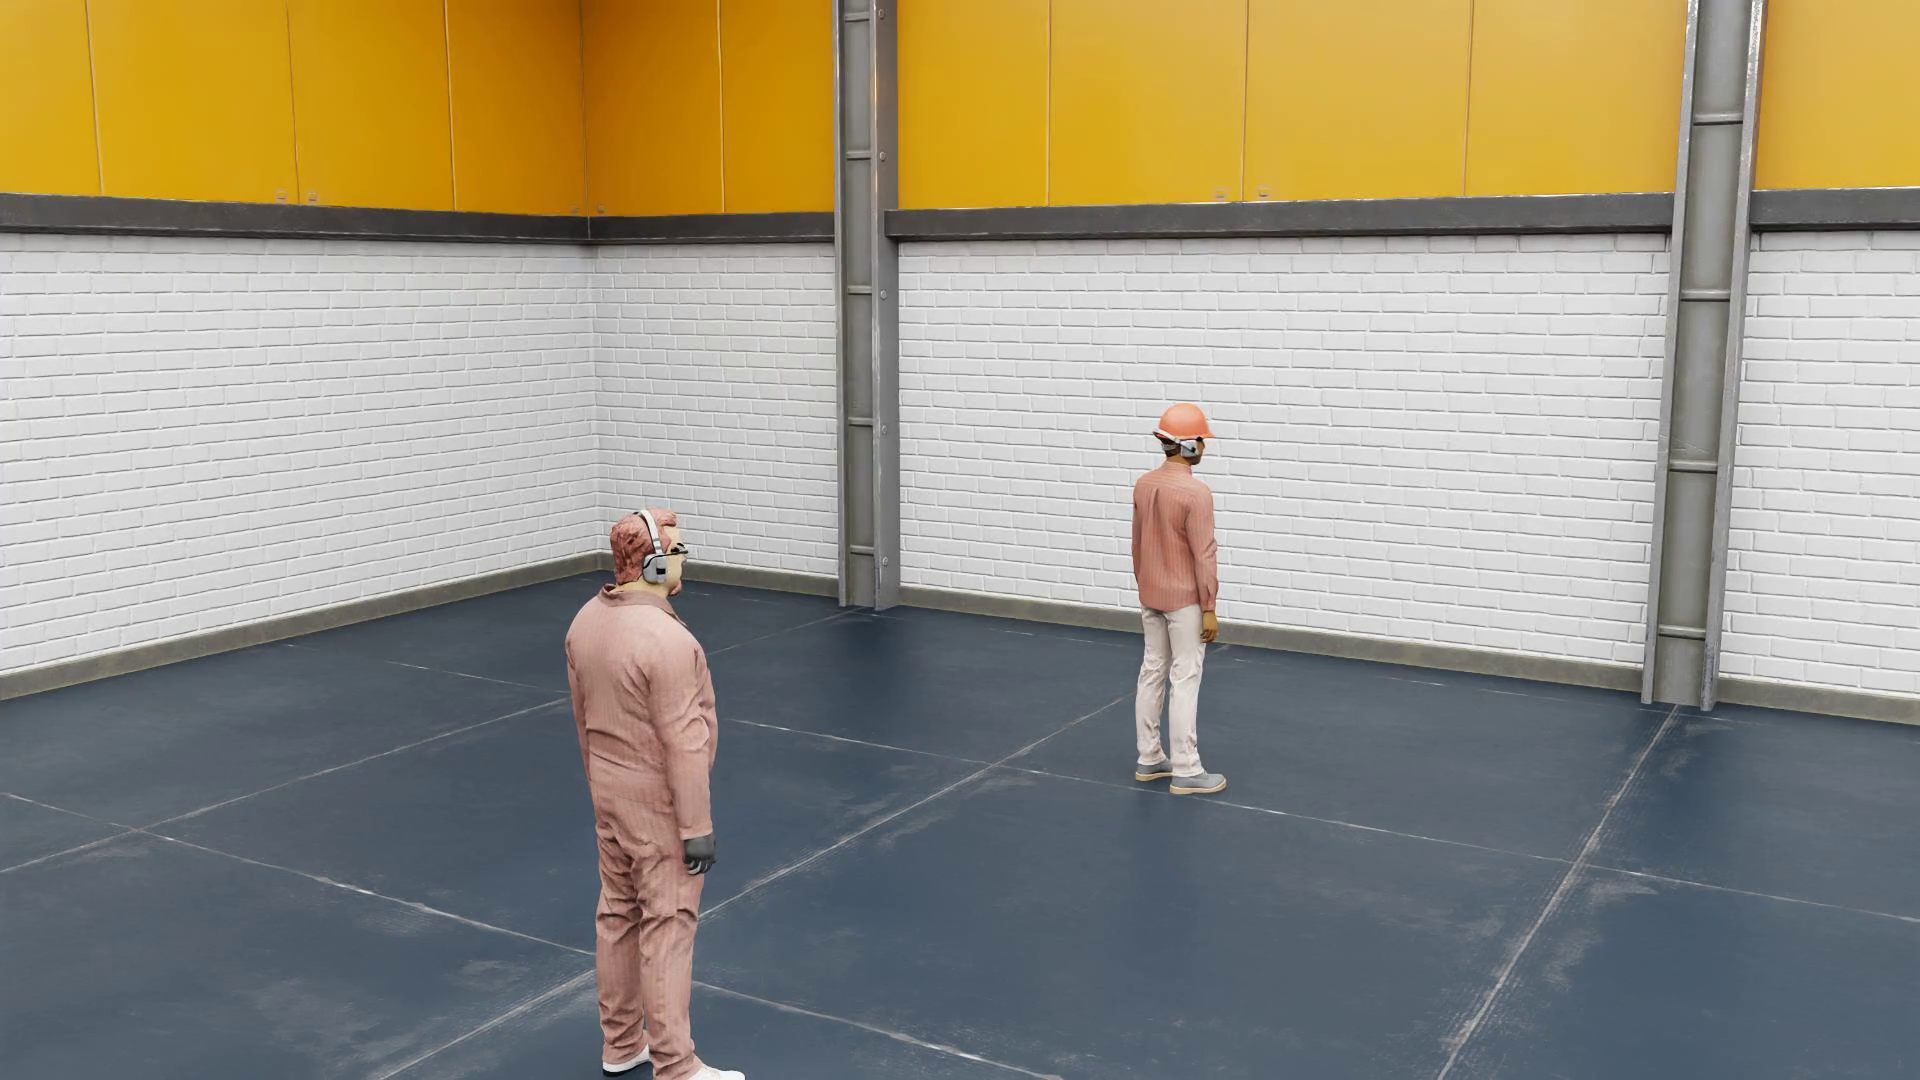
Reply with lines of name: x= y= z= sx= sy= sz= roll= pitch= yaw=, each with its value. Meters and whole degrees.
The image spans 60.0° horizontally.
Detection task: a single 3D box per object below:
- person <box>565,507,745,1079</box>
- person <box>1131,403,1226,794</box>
person: x=-0.977 y=0.845 z=5.358 sx=0.406 sy=1.910 sz=0.639 roll=-8 pitch=12 yaw=-41
person: x=1.115 y=0.296 z=8.516 sx=0.382 sy=1.995 sz=0.612 roll=-5 pitch=11 yaw=-31
